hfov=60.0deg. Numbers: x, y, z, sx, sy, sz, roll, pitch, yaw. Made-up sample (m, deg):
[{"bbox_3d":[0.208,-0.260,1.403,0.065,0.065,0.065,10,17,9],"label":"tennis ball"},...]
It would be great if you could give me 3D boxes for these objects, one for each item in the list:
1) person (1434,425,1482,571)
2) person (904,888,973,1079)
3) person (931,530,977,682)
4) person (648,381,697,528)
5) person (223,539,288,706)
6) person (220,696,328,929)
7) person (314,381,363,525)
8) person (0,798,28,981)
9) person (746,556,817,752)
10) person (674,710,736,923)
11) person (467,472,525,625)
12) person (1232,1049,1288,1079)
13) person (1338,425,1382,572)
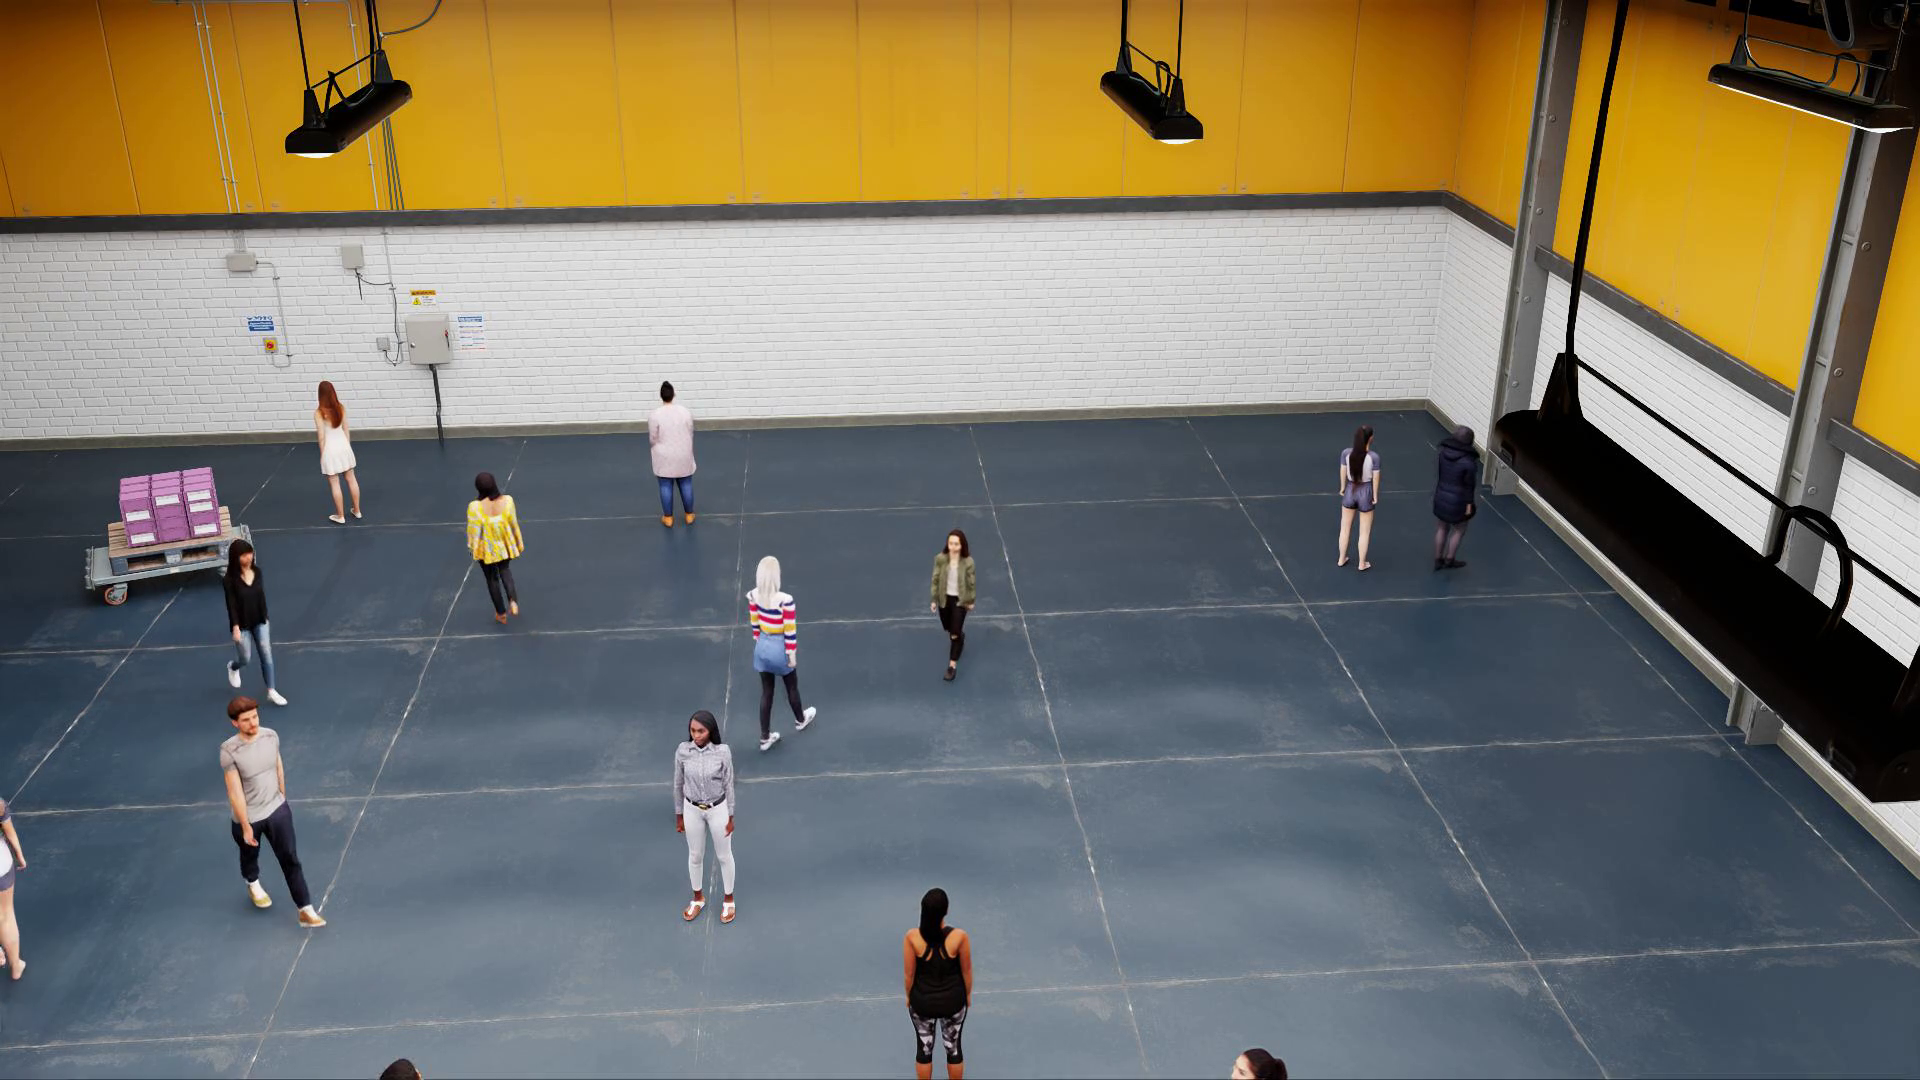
[{"bbox_3d":[5.333,-0.433,18.020,0.853,1.668,0.748,-16,28,-32],"label":"person"},{"bbox_3d":[-0.140,2.877,10.461,0.582,1.660,0.515,-1,24,-1],"label":"person"},{"bbox_3d":[-0.052,0.567,16.002,0.817,1.453,1.061,7,25,16],"label":"person"},{"bbox_3d":[-3.331,-1.009,19.248,0.743,1.742,0.700,-7,25,-17],"label":"person"},{"bbox_3d":[-6.615,0.748,15.367,0.987,1.631,0.946,17,29,33],"label":"person"},{"bbox_3d":[-5.224,1.991,12.268,1.250,1.835,1.148,20,31,39],"label":"person"},{"bbox_3d":[-7.254,-1.036,19.347,0.702,1.712,0.645,20,30,37],"label":"person"},{"bbox_3d":[-6.796,2.353,11.592,0.706,1.714,0.721,-11,26,-23],"label":"person"},{"bbox_3d":[-1.674,1.012,14.573,0.964,1.783,1.084,13,27,26],"label":"person"},{"bbox_3d":[-1.873,2.030,12.318,0.637,1.725,0.576,2,24,5],"label":"person"},{"bbox_3d":[-4.680,0.113,16.804,0.864,1.643,0.912,-17,29,-33],"label":"person"},{"bbox_3d":[1.581,3.460,9.104,0.733,1.678,0.600,-8,25,-18],"label":"person"},{"bbox_3d":[4.347,-0.467,18.119,0.675,1.652,0.706,14,27,29],"label":"person"}]
